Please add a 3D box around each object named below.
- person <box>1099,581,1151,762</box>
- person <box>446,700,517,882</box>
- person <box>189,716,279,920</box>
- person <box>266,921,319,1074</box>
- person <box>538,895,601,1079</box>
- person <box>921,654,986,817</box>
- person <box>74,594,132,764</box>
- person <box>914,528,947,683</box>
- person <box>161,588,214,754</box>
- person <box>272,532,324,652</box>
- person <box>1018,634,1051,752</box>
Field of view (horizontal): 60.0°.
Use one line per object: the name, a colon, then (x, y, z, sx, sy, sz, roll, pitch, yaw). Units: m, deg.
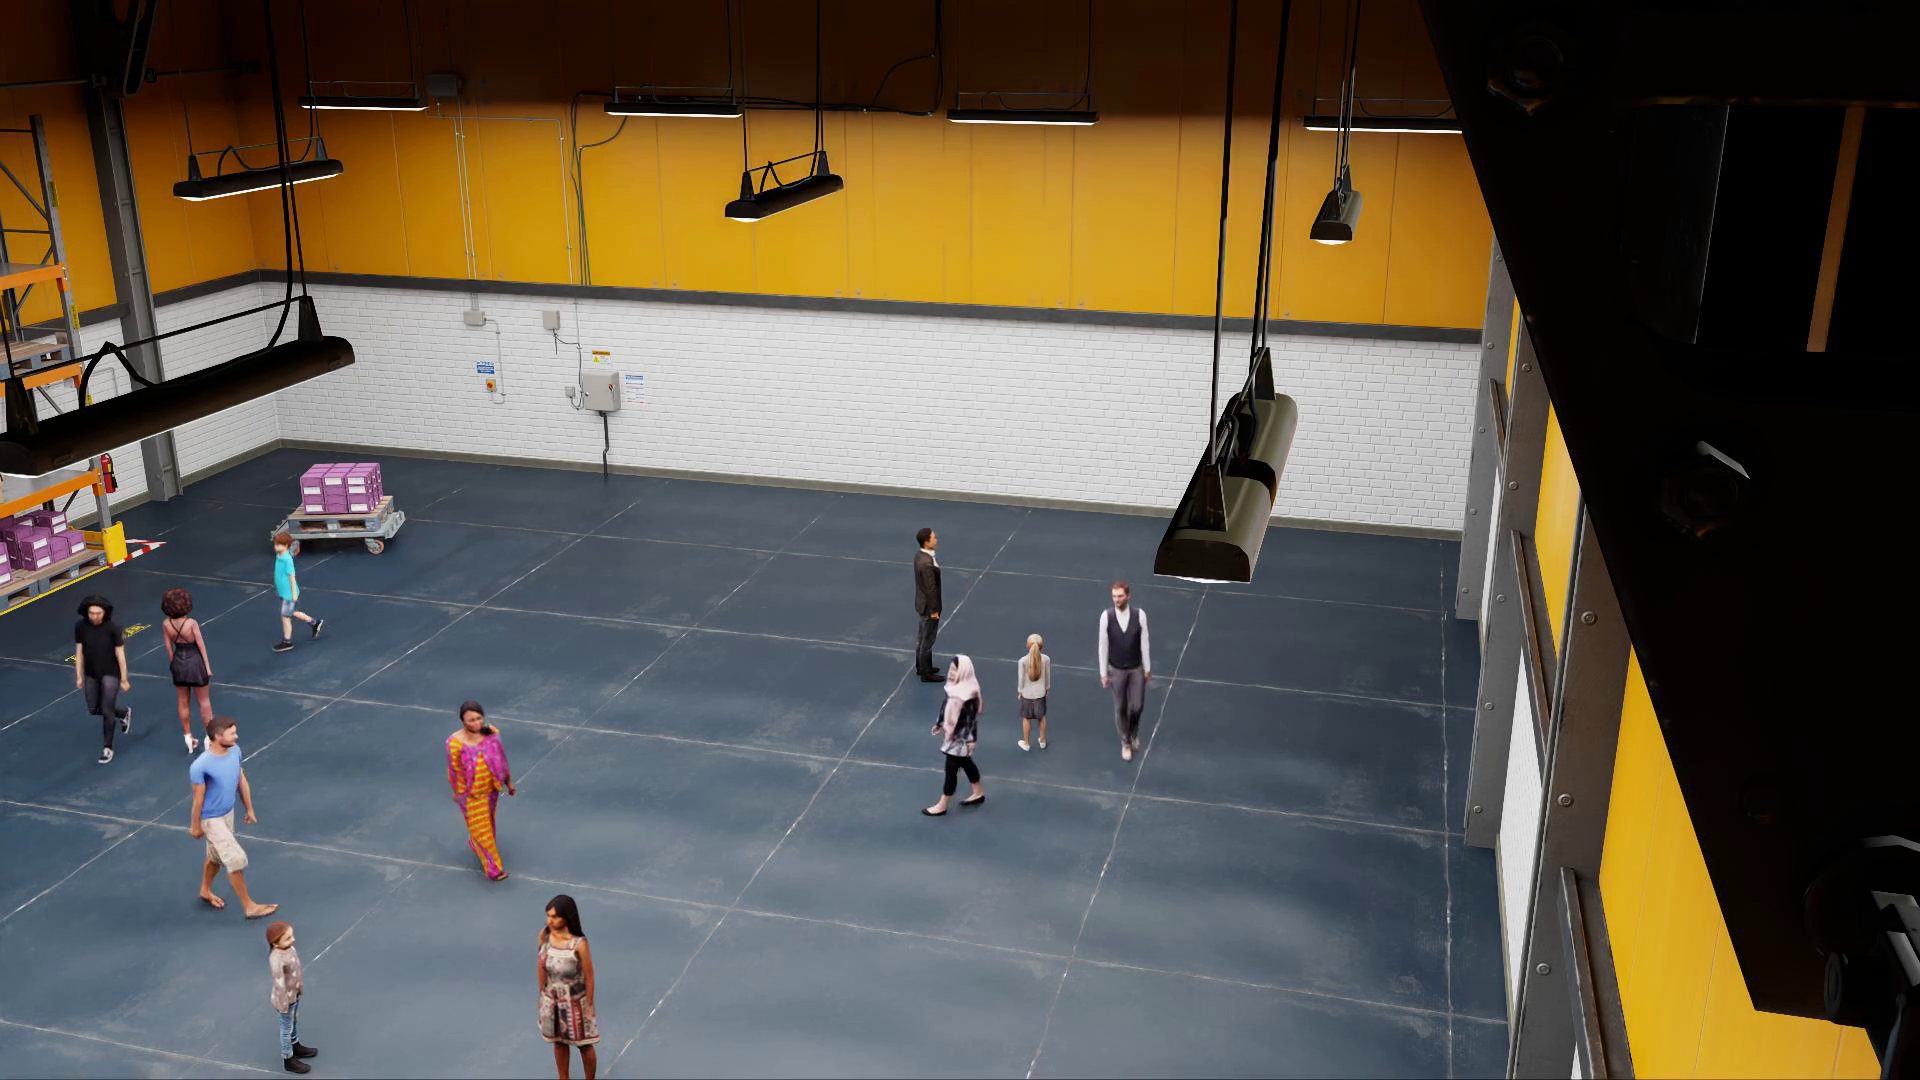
person: (1.687, 1.283, 17.035, 0.752, 1.925, 0.742, 0, 19, 0)
person: (-4.299, 2.157, 14.836, 1.177, 1.672, 1.113, -16, 24, -39)
person: (-6.368, 2.334, 14.076, 0.697, 1.823, 1.033, 7, 20, 20)
person: (-4.921, 3.311, 12.161, 0.602, 1.194, 0.478, -1, 19, -3)
person: (-2.753, 3.224, 11.712, 0.680, 1.645, 0.575, 8, 20, 22)
person: (0.068, 1.836, 15.896, 0.986, 1.606, 0.976, -7, 20, -20)
person: (-8.751, 1.347, 17.058, 0.836, 1.790, 1.004, 2, 19, 5)
person: (-0.375, 0.719, 18.898, 0.812, 1.805, 0.669, -5, 19, -14)
person: (-7.919, 1.338, 17.086, 0.604, 1.789, 0.593, 1, 19, 3)
person: (-7.965, 0.588, 19.871, 0.962, 1.433, 0.819, -16, 24, -39)
person: (0.766, 1.563, 17.223, 0.595, 1.276, 0.637, -5, 19, -15)
